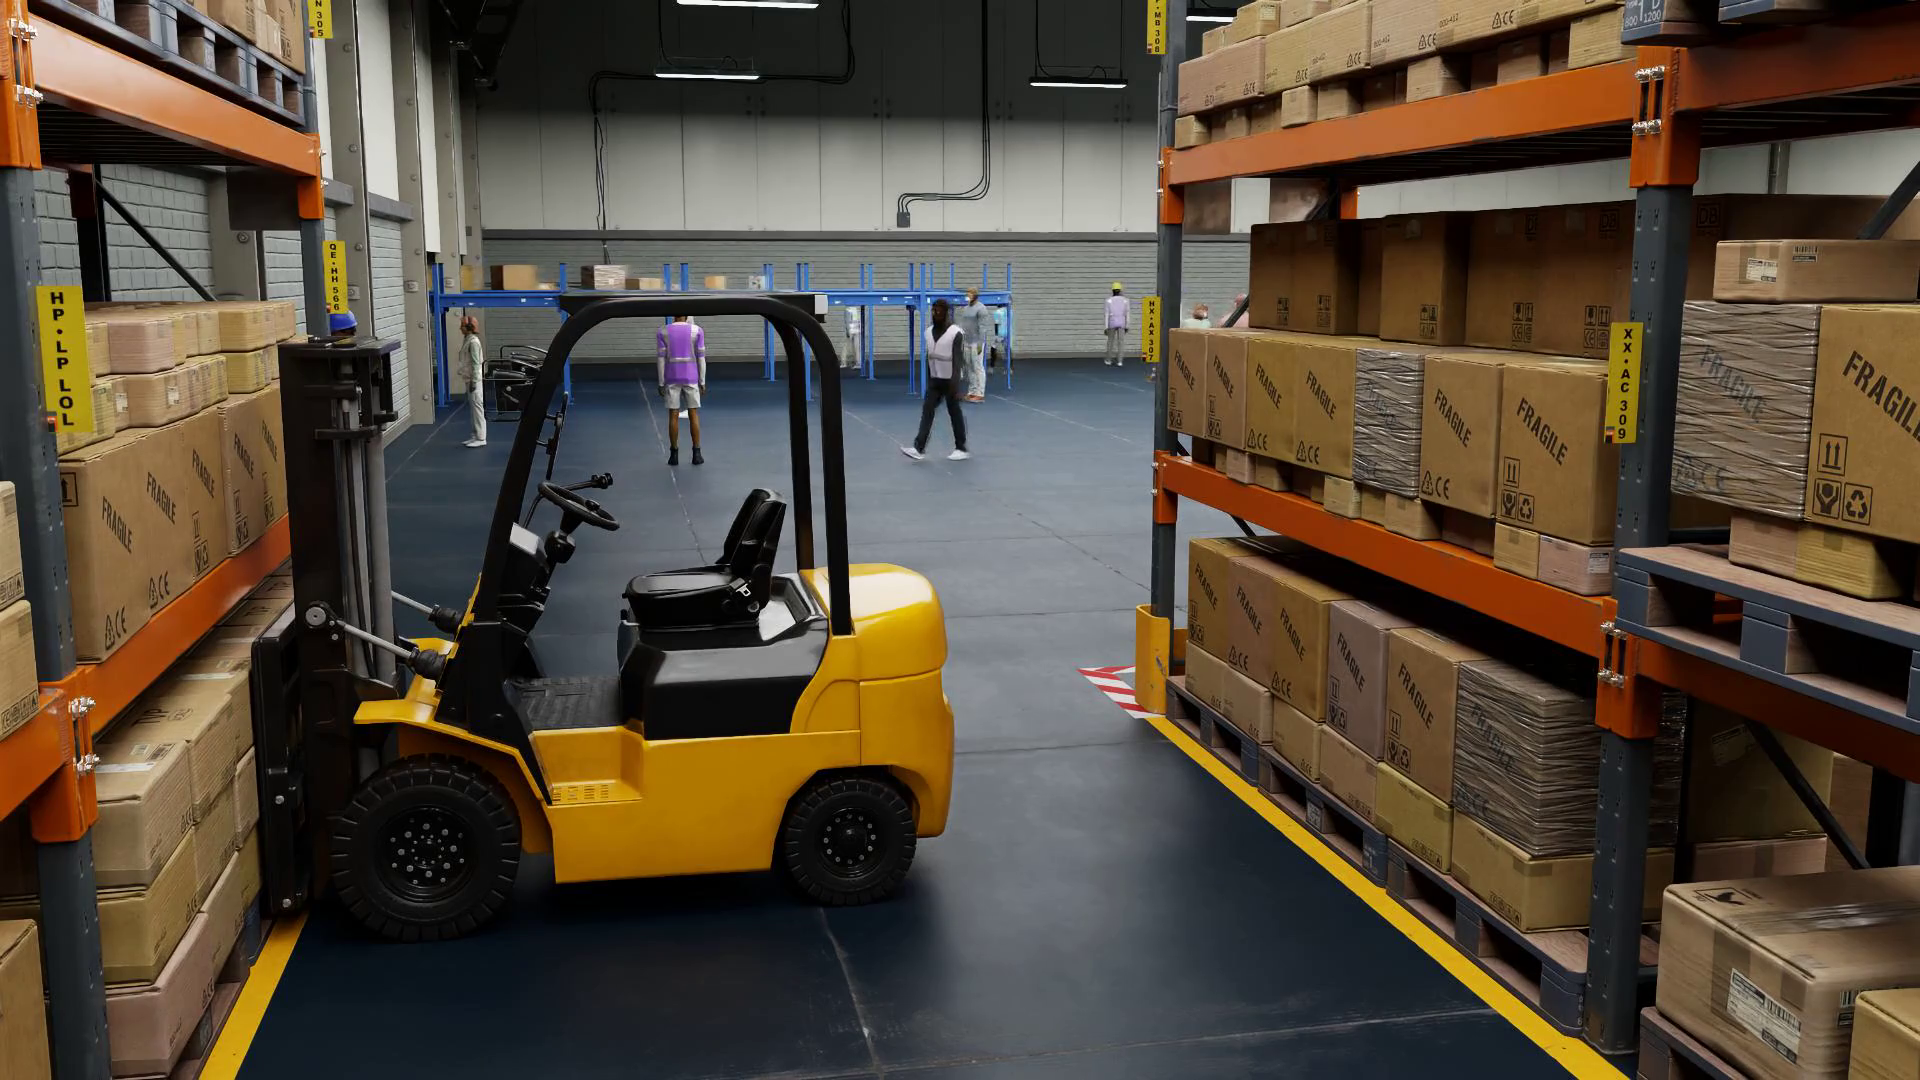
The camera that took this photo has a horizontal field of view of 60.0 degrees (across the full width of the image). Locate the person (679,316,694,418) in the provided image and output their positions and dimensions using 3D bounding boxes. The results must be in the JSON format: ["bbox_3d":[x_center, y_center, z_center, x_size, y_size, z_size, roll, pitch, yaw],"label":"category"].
[{"bbox_3d":[-4.136,-2.776,25.027,0.311,1.864,0.511,-1,9,-6],"label":"person"}]

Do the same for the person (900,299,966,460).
[{"bbox_3d":[-0.262,-1.848,19.332,0.607,1.871,0.949,8,12,40],"label":"person"}]

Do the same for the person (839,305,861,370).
[{"bbox_3d":[-2.472,-4.574,36.731,0.665,1.617,0.536,5,10,26],"label":"person"}]

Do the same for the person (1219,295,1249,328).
[{"bbox_3d":[4.045,-2.578,23.839,0.662,1.861,1.005,5,10,26],"label":"person"}]

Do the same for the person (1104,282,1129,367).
[{"bbox_3d":[3.562,-4.925,38.018,0.604,1.919,0.579,-1,9,-6],"label":"person"}]

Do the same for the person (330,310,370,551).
[{"bbox_3d":[-4.860,-0.885,13.254,0.604,1.938,0.402,7,12,36],"label":"person"}]

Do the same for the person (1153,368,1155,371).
[{"bbox_3d":[4.435,-4.582,36.065,0.528,1.851,0.698,-3,10,-15],"label":"person"}]

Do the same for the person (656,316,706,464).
[{"bbox_3d":[-3.197,-1.843,19.102,0.549,1.933,0.373,-1,9,-7],"label":"person"}]

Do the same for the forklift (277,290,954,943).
[{"bbox_3d":[-1.179,0.175,6.143,2.313,2.155,1.214,-2,10,-12],"label":"forklift"}]

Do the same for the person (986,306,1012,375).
[{"bbox_3d":[0.815,-4.296,34.882,0.540,1.667,0.758,-9,13,-43],"label":"person"}]

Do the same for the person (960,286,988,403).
[{"bbox_3d":[0.233,-3.283,27.890,0.365,1.935,0.625,-6,11,-32],"label":"person"}]

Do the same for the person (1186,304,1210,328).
[{"bbox_3d":[4.081,-3.280,28.885,0.616,1.605,0.373,-5,11,-28],"label":"person"}]

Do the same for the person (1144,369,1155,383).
[{"bbox_3d":[3.988,-3.951,32.059,0.992,1.906,0.600,7,12,37],"label":"person"}]

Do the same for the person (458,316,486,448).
[{"bbox_3d":[-6.120,-1.989,20.884,0.310,1.642,0.514,-4,10,-22],"label":"person"}]
